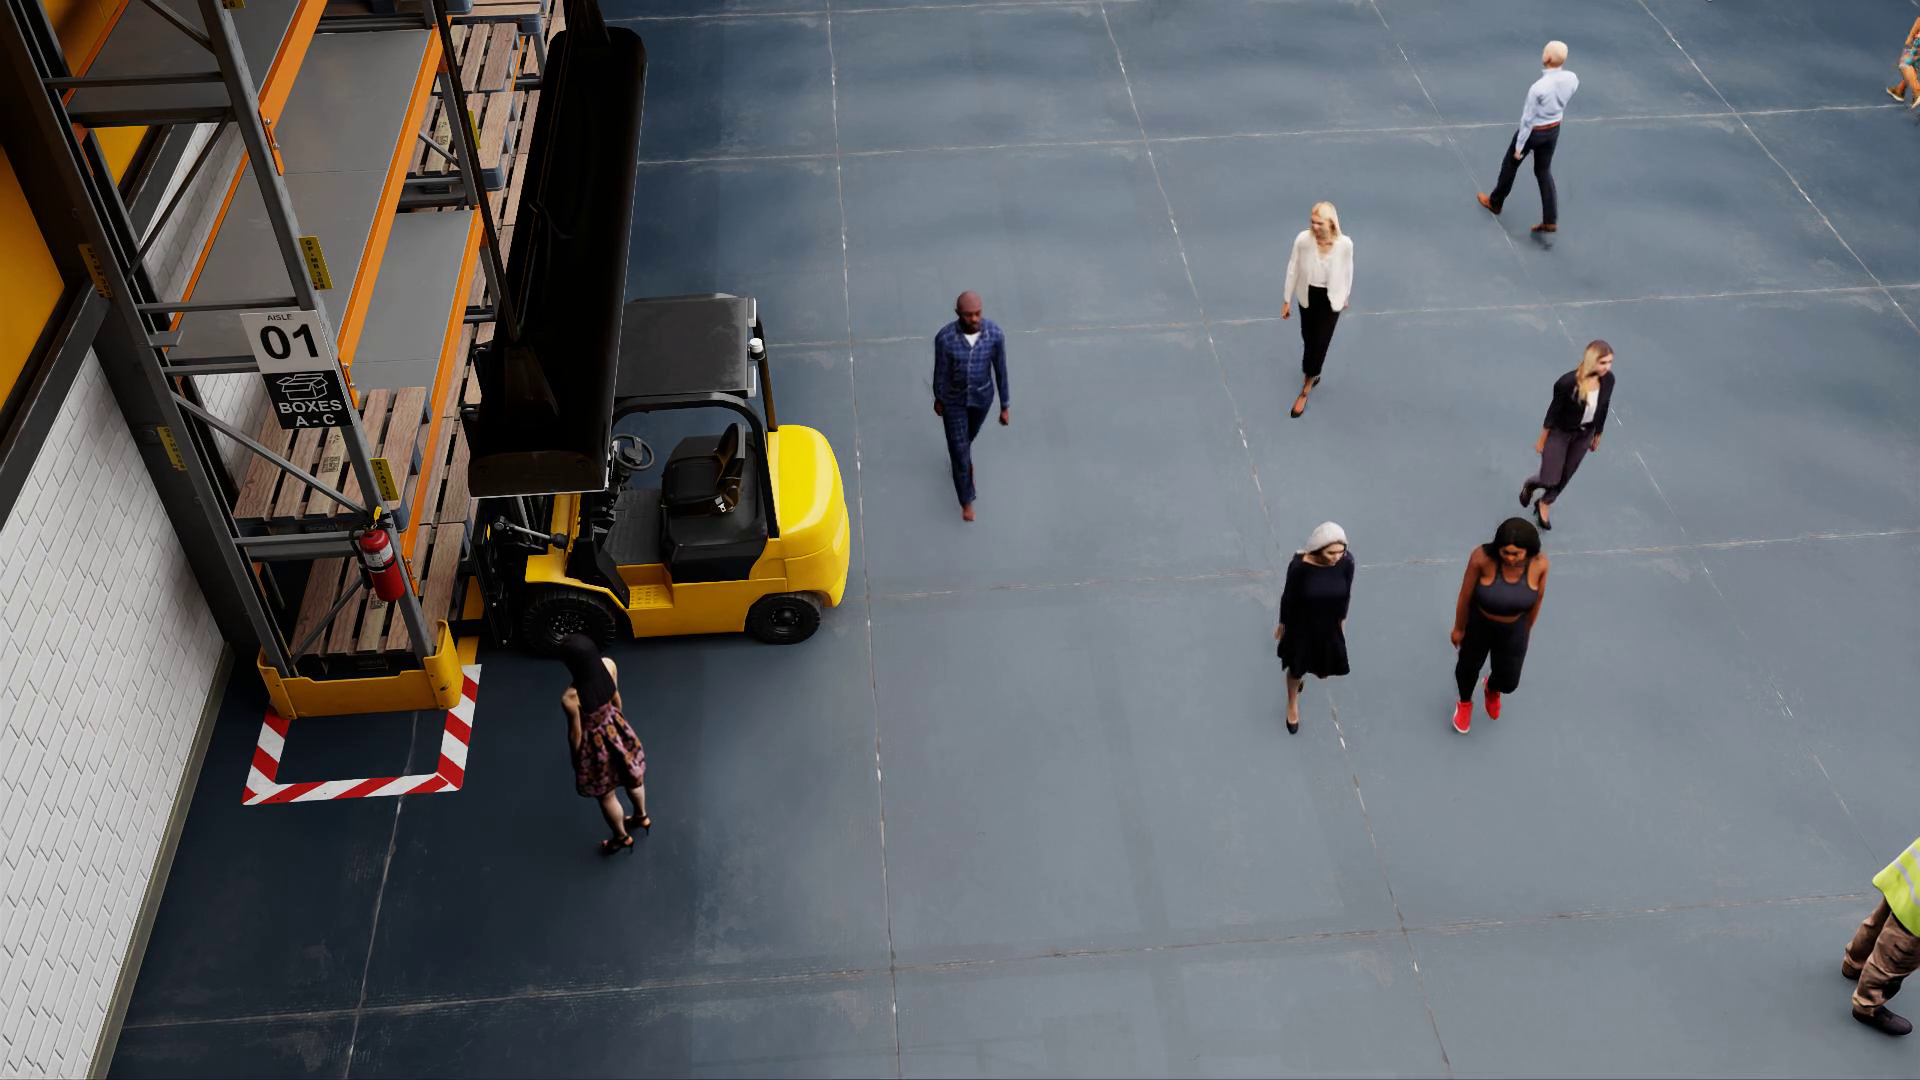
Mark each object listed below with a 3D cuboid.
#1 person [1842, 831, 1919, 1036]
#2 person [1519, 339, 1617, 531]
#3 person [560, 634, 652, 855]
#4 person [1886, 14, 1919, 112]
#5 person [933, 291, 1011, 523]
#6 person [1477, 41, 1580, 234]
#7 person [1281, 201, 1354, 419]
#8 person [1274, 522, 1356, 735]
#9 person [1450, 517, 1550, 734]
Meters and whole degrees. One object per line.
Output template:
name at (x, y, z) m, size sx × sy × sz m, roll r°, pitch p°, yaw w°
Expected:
person at (5.111, 1.900, 8.791) m, size 0.871 × 1.847 × 0.785 m, roll 12°, pitch 45°, yaw 12°
person at (4.238, -0.766, 11.726) m, size 0.650 × 1.659 × 0.685 m, roll -9°, pitch 44°, yaw -9°
person at (-2.071, 1.176, 9.606) m, size 0.865 × 1.770 × 0.792 m, roll 23°, pitch 48°, yaw 22°
person at (9.455, -4.875, 16.196) m, size 0.583 × 1.442 × 0.850 m, roll -8°, pitch 44°, yaw -8°
person at (0.031, -1.089, 11.990) m, size 0.808 × 1.763 × 1.190 m, roll -10°, pitch 45°, yaw -10°
person at (5.085, -3.470, 14.488) m, size 0.853 × 1.764 × 1.213 m, roll -14°, pitch 45°, yaw -14°
person at (2.775, -1.836, 12.739) m, size 0.901 × 1.811 × 1.062 m, roll 14°, pitch 45°, yaw 14°
person at (2.171, 0.482, 10.358) m, size 0.618 × 1.738 × 0.735 m, roll -3°, pitch 44°, yaw -3°
person at (3.293, 0.461, 10.337) m, size 0.749 × 1.798 × 0.776 m, roll 5°, pitch 44°, yaw 5°
